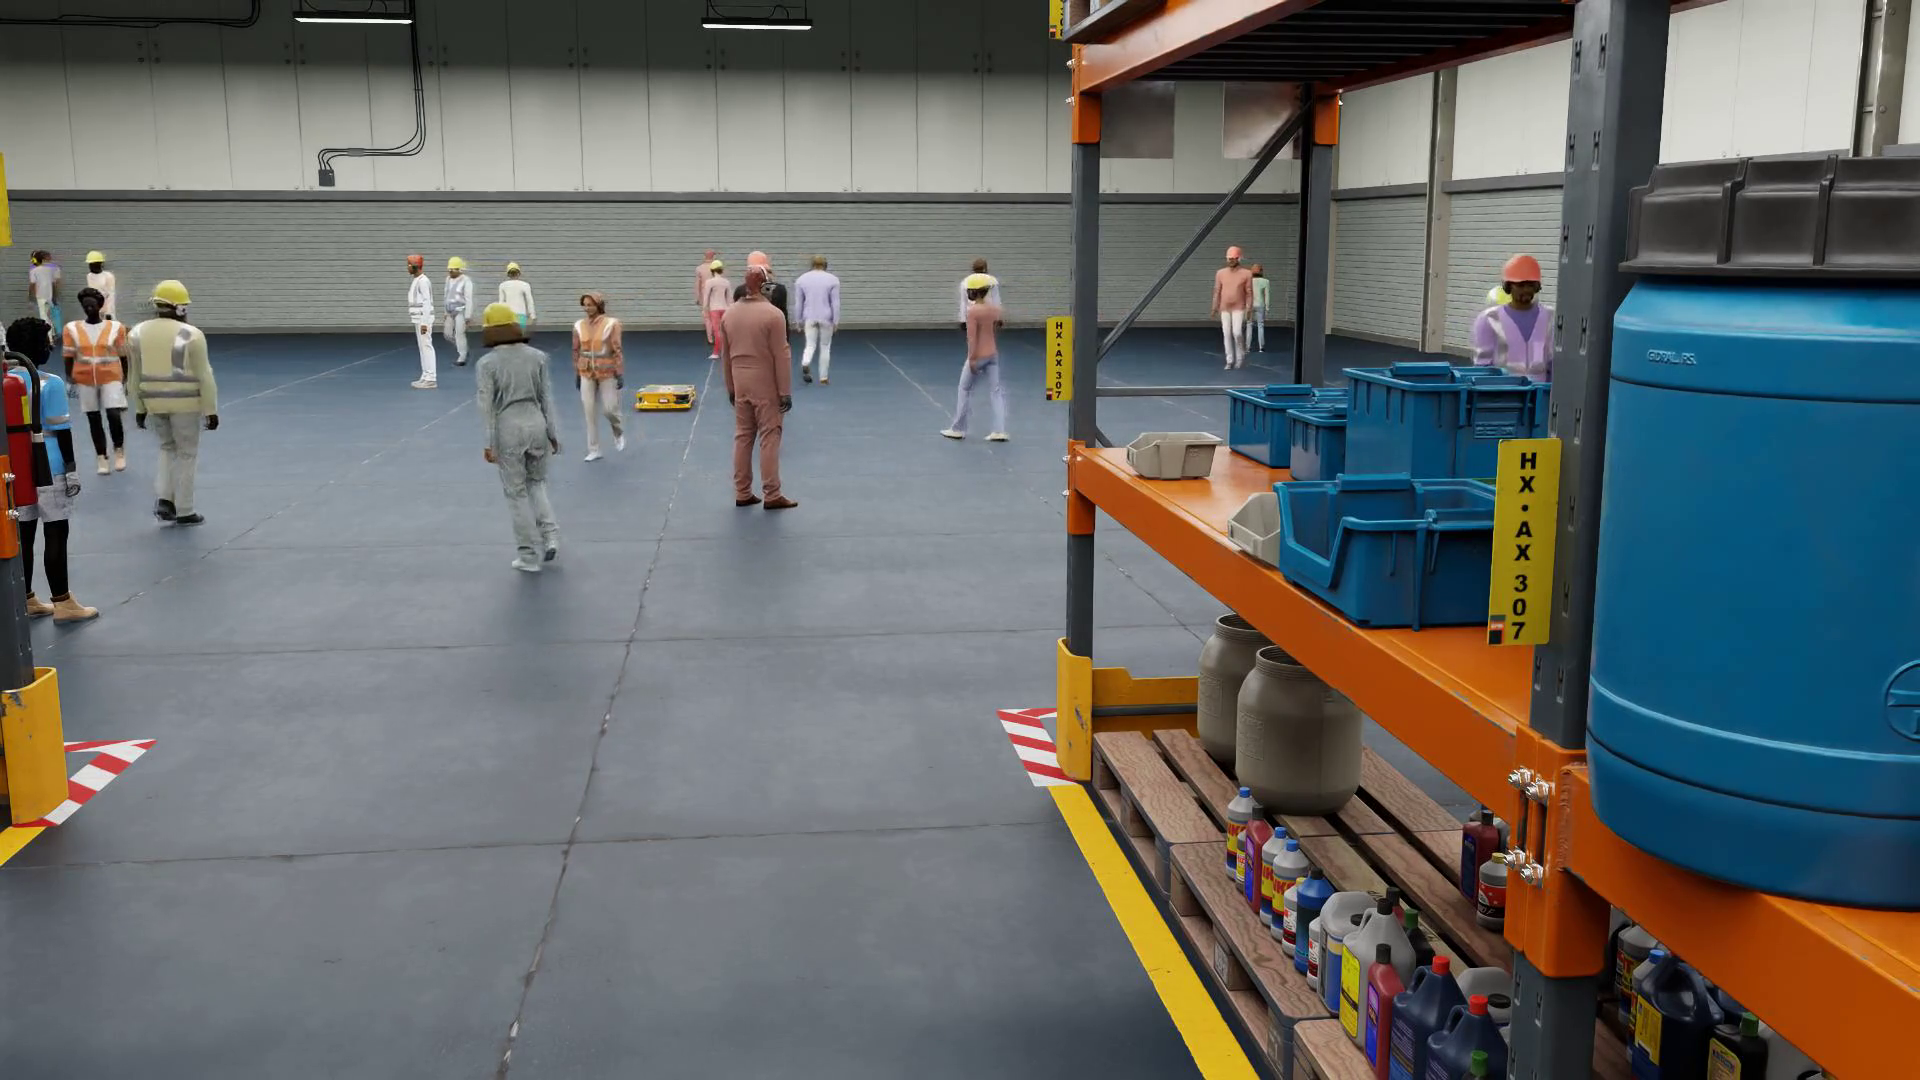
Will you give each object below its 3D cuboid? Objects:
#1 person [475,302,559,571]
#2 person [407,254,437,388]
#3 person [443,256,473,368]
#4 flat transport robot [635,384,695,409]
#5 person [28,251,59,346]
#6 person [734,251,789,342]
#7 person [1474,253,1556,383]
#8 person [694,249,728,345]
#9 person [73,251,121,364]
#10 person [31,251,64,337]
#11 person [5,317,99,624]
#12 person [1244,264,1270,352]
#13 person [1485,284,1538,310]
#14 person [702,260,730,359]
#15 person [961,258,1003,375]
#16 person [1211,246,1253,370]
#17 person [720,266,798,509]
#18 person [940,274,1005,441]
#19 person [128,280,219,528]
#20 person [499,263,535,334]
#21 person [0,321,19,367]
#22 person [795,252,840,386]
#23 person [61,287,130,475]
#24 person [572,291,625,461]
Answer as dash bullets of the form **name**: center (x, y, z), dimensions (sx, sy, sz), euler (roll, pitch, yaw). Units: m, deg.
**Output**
- **person**: center (-2.844, -0.661, 10.668), dimensions (0.507, 1.713, 0.452), euler (-9, 14, -41)
- **person**: center (-7.618, -3.089, 23.535), dimensions (0.356, 1.883, 0.575), euler (-5, 11, -26)
- **person**: center (-8.220, -3.723, 27.210), dimensions (0.606, 1.809, 0.415), euler (7, 13, 35)
- **flat transport robot**: center (-3.704, -1.812, 20.960), dimensions (0.652, 0.197, 1.431), euler (-1, 10, -6)
- **person**: center (-17.949, -4.697, 32.466), dimensions (0.603, 1.847, 0.547), euler (4, 11, 21)
- **person**: center (-2.235, -2.248, 18.669), dimensions (0.636, 1.973, 0.513), euler (0, 10, -1)
- **person**: center (3.859, -0.977, 11.577), dimensions (0.624, 2.023, 0.584), euler (0, 10, -2)
- **person**: center (-4.921, -4.806, 32.920), dimensions (0.684, 1.889, 0.481), euler (-3, 11, -14)
- **person**: center (-14.034, -3.731, 27.040), dimensions (0.617, 1.880, 0.945), euler (4, 11, 21)
- **person**: center (-19.324, -5.203, 35.254), dimensions (0.563, 1.837, 0.389), euler (-3, 11, -15)
- **person**: center (-5.090, -0.379, 9.196), dimensions (0.540, 1.695, 0.317), euler (4, 11, 20)
- **person**: center (5.492, -4.301, 30.870), dimensions (0.507, 1.631, 0.275), euler (3, 11, 14)
- **person**: center (6.407, -2.290, 19.275), dimensions (0.632, 1.843, 0.429), euler (9, 14, 40)
- **person**: center (-4.165, -3.987, 28.861), dimensions (0.760, 1.746, 0.527), euler (9, 13, 40)
- **person**: center (0.285, -3.378, 25.335), dimensions (0.627, 1.813, 0.848), euler (6, 12, 31)
- **person**: center (4.348, -3.702, 26.643), dimensions (0.622, 1.977, 0.448), euler (5, 12, 27)
- **person**: center (-1.567, -1.199, 13.114), dimensions (0.652, 1.906, 0.403), euler (7, 13, 35)
- **person**: center (0.156, -1.907, 17.437), dimensions (0.817, 1.738, 0.523), euler (9, 13, 39)
- **person**: center (-5.753, -0.993, 12.226), dimensions (0.618, 1.816, 0.422), euler (2, 10, 9)
- **person**: center (-7.279, -3.675, 27.253), dimensions (0.558, 1.718, 0.791), euler (0, 10, 1)
- **person**: center (-15.598, -3.665, 26.857), dimensions (0.554, 1.818, 0.956), euler (7, 13, 35)
- **person**: center (-2.041, -3.133, 23.696), dimensions (0.642, 1.921, 0.615), euler (2, 10, 9)
- **person**: center (-7.711, -1.408, 14.863), dimensions (0.543, 1.679, 0.377), euler (-3, 11, -18)
- **person**: center (-3.453, -1.575, 15.953), dimensions (0.524, 1.620, 0.454), euler (2, 11, 10)
